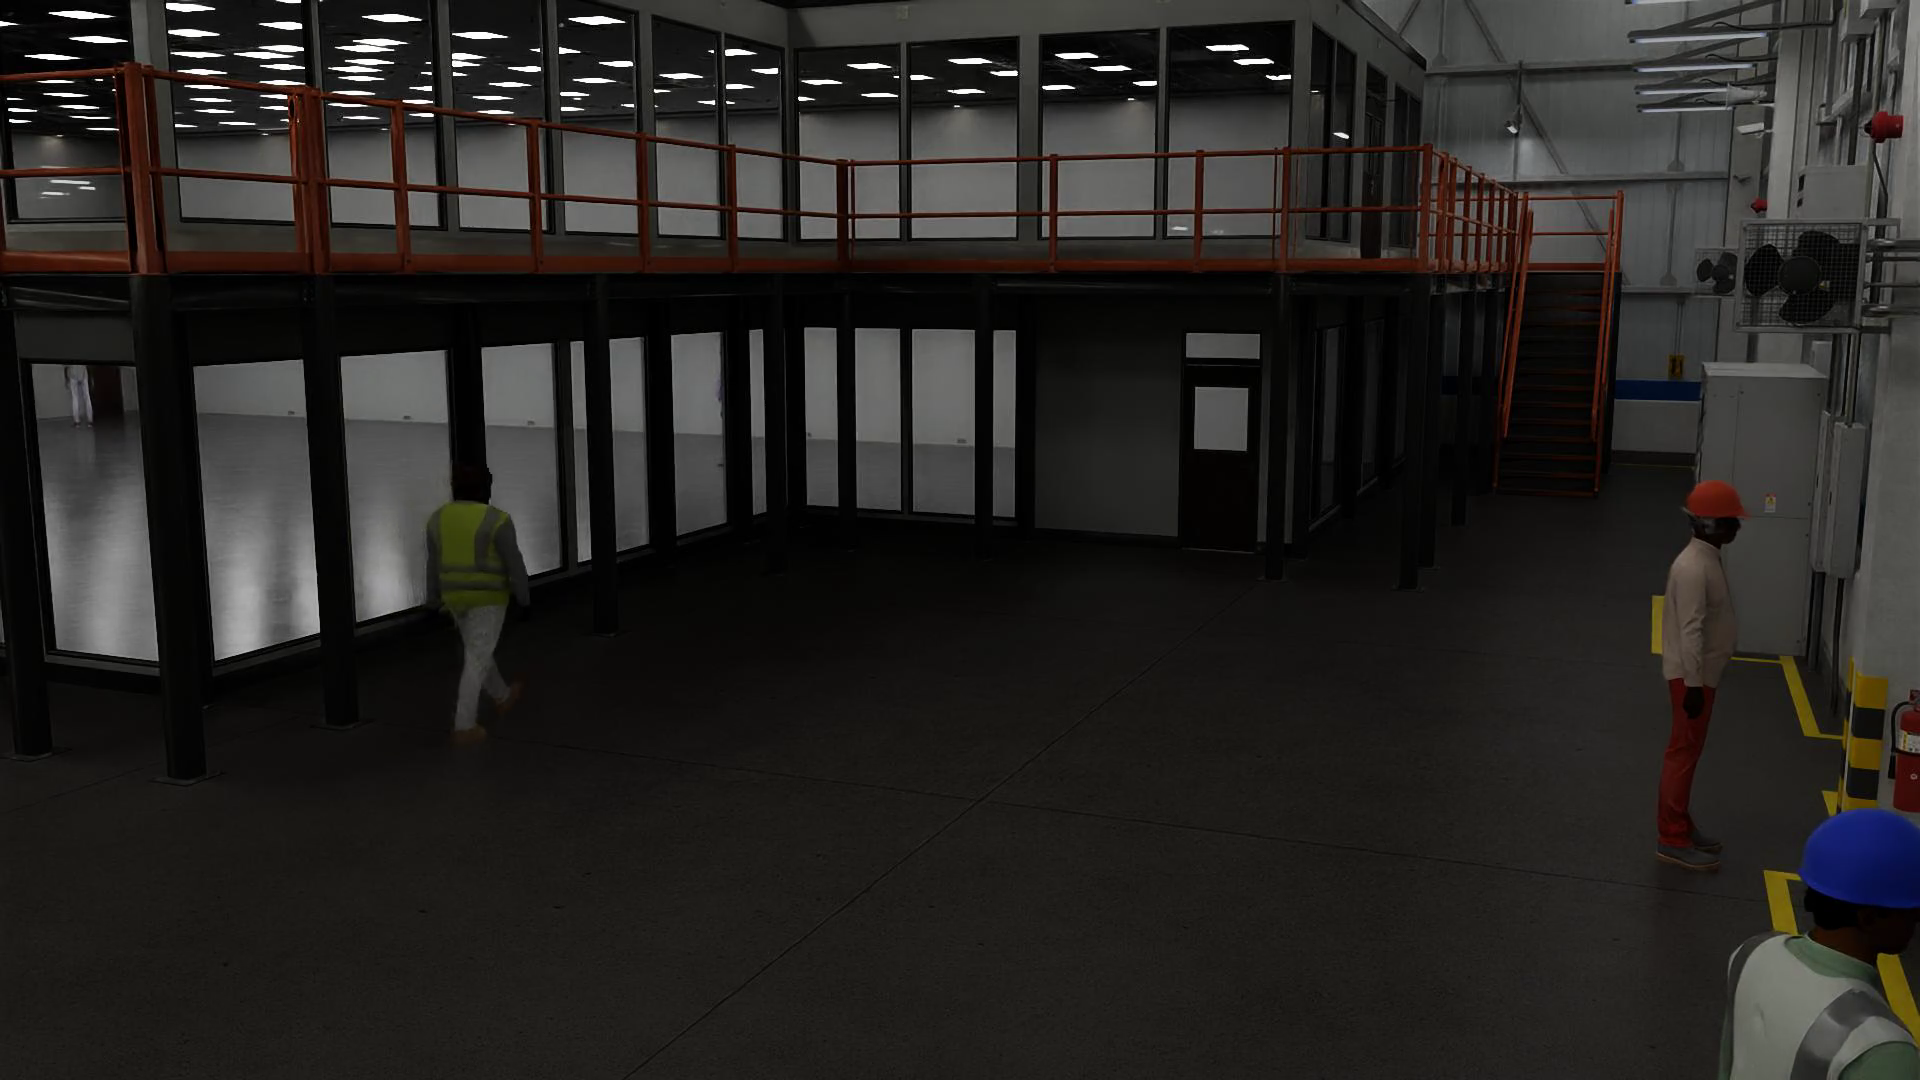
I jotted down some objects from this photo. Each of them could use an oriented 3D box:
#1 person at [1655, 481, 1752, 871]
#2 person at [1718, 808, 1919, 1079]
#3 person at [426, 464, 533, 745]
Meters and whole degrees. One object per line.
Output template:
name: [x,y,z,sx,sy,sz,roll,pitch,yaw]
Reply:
person: [3.816,0.682,8.581,0.385,1.993,0.624,5,10,28]
person: [1.853,1.516,3.587,0.405,1.945,0.615,0,9,-1]
person: [-3.150,0.389,11.022,0.654,1.783,0.989,3,10,19]
